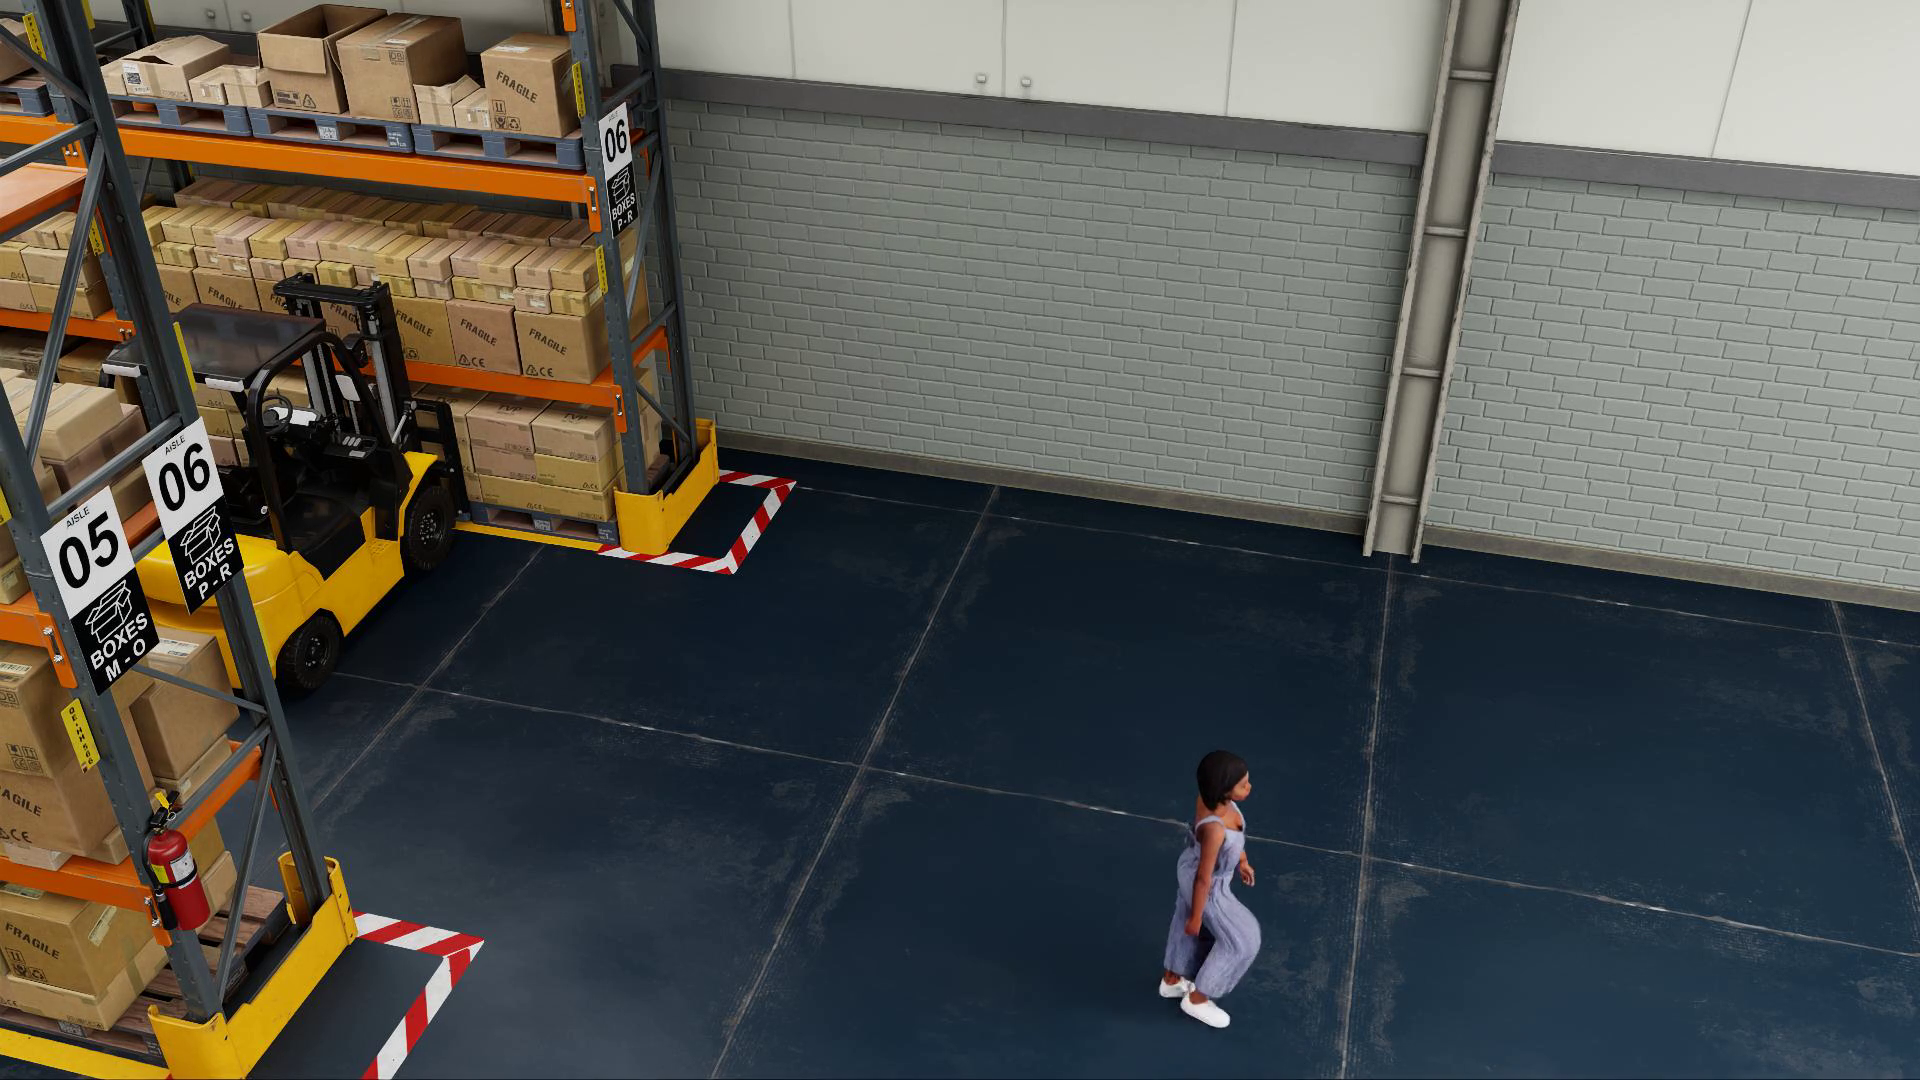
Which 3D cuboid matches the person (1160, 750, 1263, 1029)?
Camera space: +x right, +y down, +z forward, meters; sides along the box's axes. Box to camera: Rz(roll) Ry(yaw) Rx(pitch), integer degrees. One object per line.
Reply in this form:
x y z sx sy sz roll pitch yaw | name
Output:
1.111 1.684 8.106 0.721 1.681 0.634 2 33 4 | person
